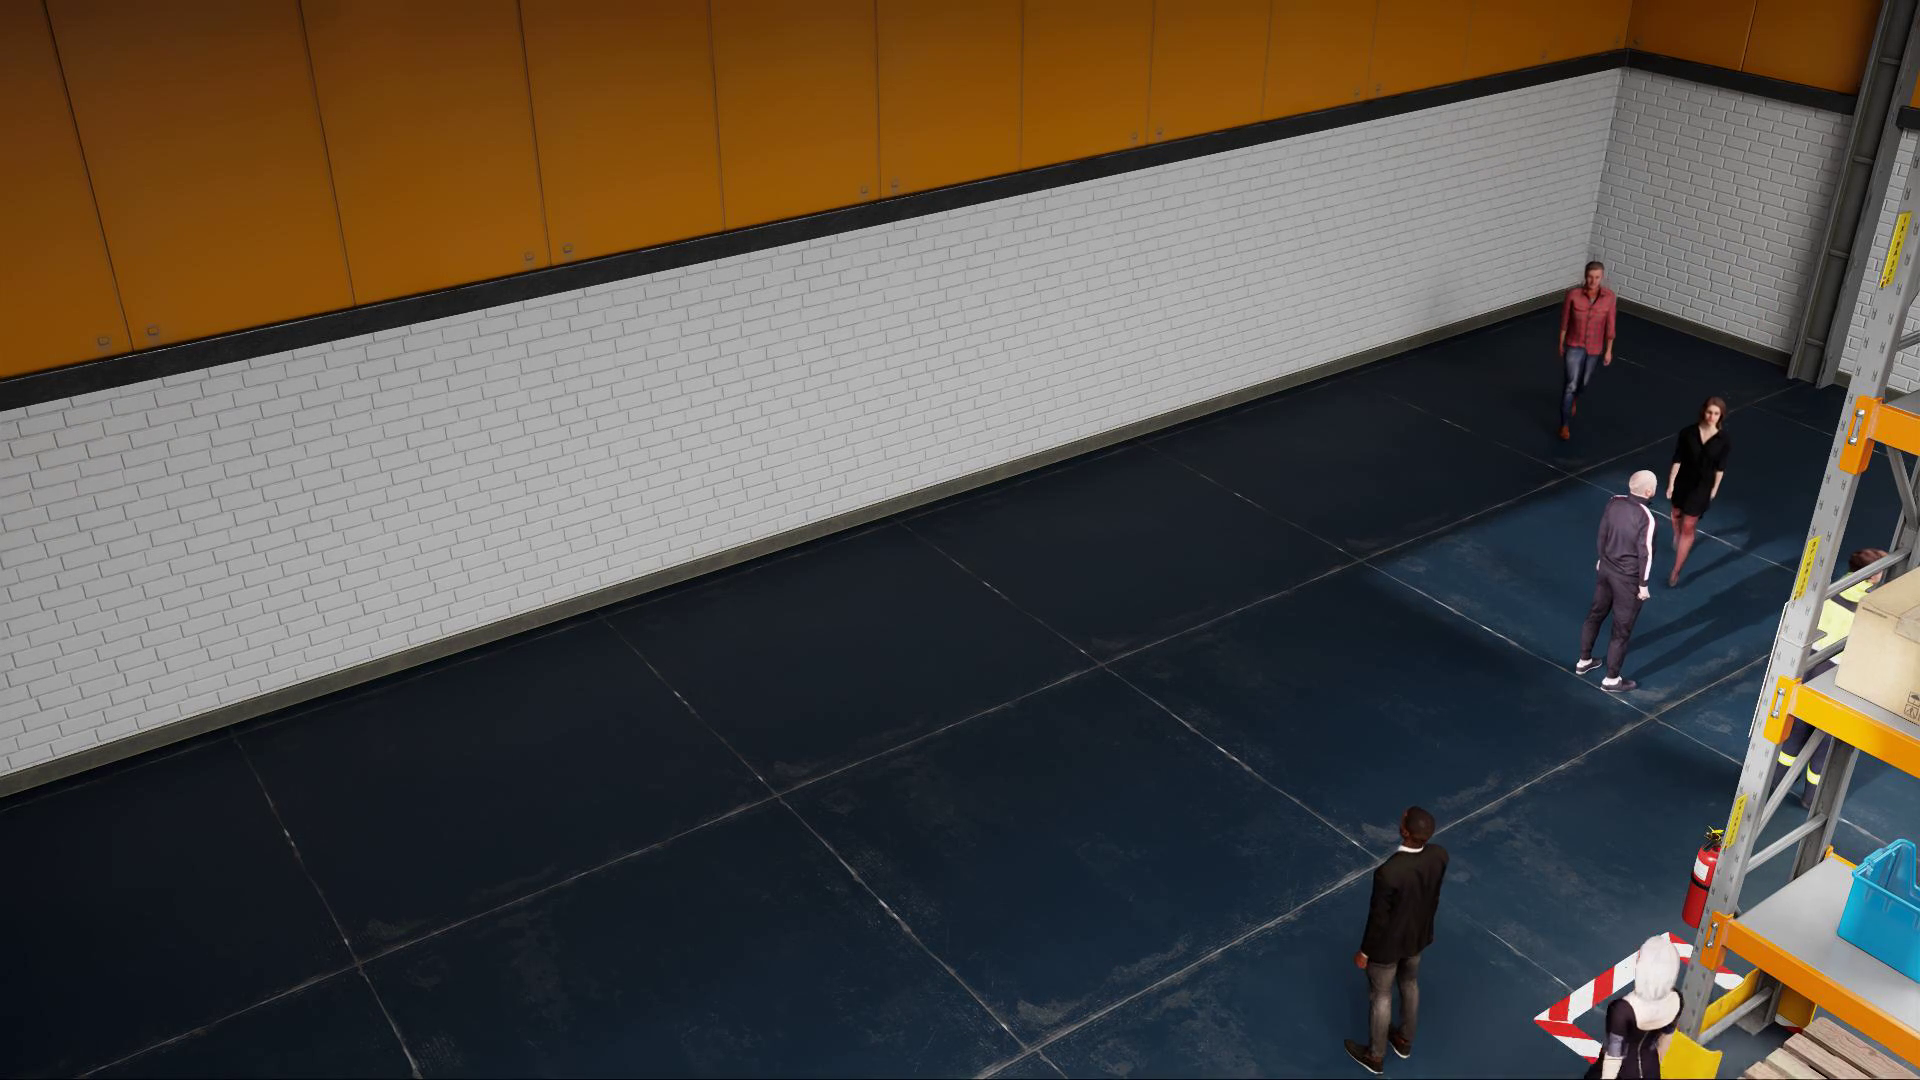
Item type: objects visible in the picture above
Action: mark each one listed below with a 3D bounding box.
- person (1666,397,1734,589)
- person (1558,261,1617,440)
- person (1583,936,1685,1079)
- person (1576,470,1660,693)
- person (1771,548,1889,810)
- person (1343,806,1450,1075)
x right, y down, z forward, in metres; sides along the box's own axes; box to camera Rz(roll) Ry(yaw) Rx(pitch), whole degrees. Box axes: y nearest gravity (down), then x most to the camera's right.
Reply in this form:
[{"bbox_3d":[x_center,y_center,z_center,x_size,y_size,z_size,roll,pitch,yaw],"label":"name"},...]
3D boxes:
[{"bbox_3d":[6.345,-0.485,14.427,1.099,1.664,0.948,16,32,27],"label":"person"},{"bbox_3d":[6.404,-2.004,17.080,1.205,1.791,1.256,5,29,9],"label":"person"},{"bbox_3d":[3.392,2.791,8.292,0.861,1.790,1.232,-9,30,-16],"label":"person"},{"bbox_3d":[5.088,0.295,12.818,0.786,1.837,0.595,-11,31,-19],"label":"person"},{"bbox_3d":[6.033,0.941,11.487,0.862,1.977,0.628,-13,31,-23],"label":"person"},{"bbox_3d":[2.461,2.229,9.312,0.677,1.799,0.585,-15,32,-25],"label":"person"}]
